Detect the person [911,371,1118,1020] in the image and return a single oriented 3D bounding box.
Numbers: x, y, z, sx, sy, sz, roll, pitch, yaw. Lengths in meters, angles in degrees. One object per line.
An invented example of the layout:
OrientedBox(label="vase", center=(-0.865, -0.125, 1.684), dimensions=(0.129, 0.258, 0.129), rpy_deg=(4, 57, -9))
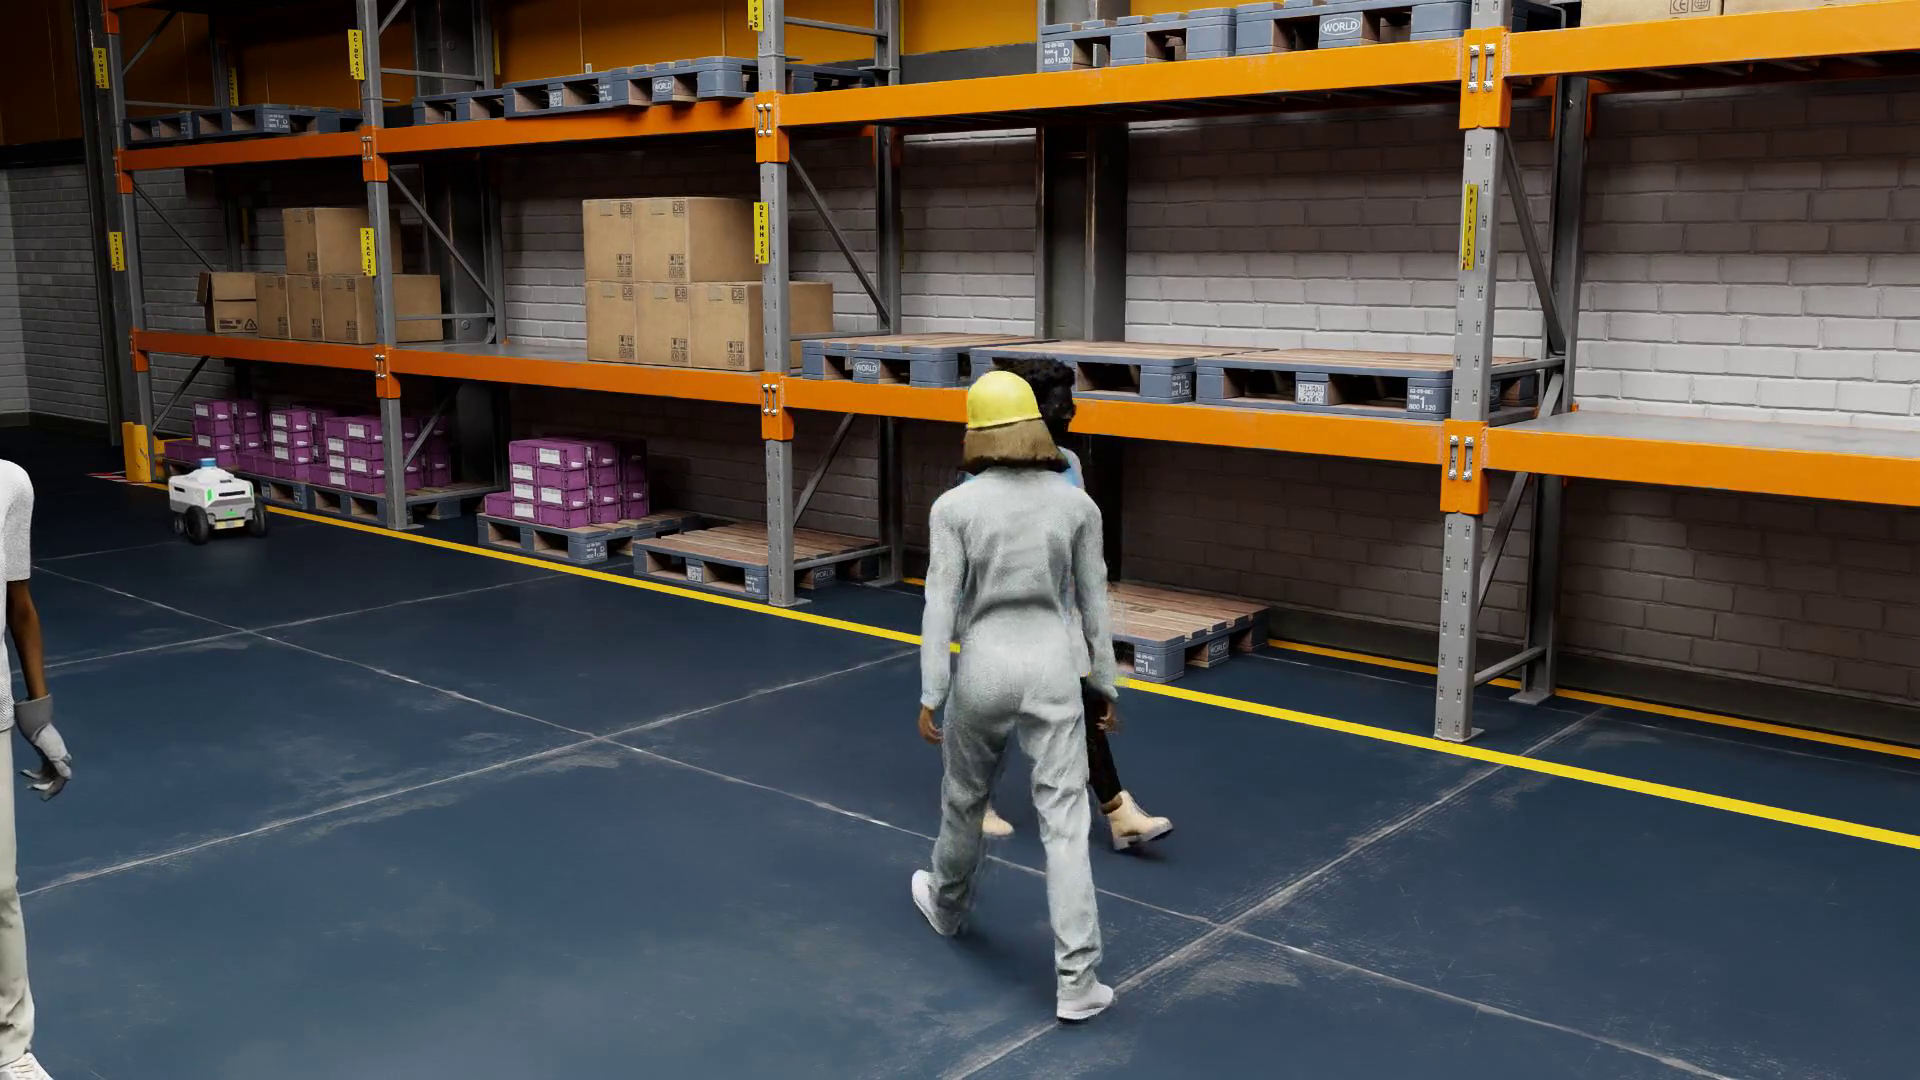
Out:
OrientedBox(label="person", center=(0.155, 0.392, 4.584), dimensions=(0.560, 1.684, 0.914), rpy_deg=(-2, 10, -10))

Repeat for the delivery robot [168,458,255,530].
OrientedBox(label="delivery robot", center=(-5.231, -0.329, 11.613), dimensions=(0.707, 0.478, 0.477), rpy_deg=(9, 14, 43))

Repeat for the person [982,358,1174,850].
OrientedBox(label="person", center=(0.304, 0.238, 5.507), dimensions=(0.827, 1.660, 0.543), rpy_deg=(10, 14, 44))

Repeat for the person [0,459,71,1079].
OrientedBox(label="person", center=(-2.299, 0.447, 3.745), dimensions=(0.517, 1.865, 0.327), rpy_deg=(-10, 14, -44))
